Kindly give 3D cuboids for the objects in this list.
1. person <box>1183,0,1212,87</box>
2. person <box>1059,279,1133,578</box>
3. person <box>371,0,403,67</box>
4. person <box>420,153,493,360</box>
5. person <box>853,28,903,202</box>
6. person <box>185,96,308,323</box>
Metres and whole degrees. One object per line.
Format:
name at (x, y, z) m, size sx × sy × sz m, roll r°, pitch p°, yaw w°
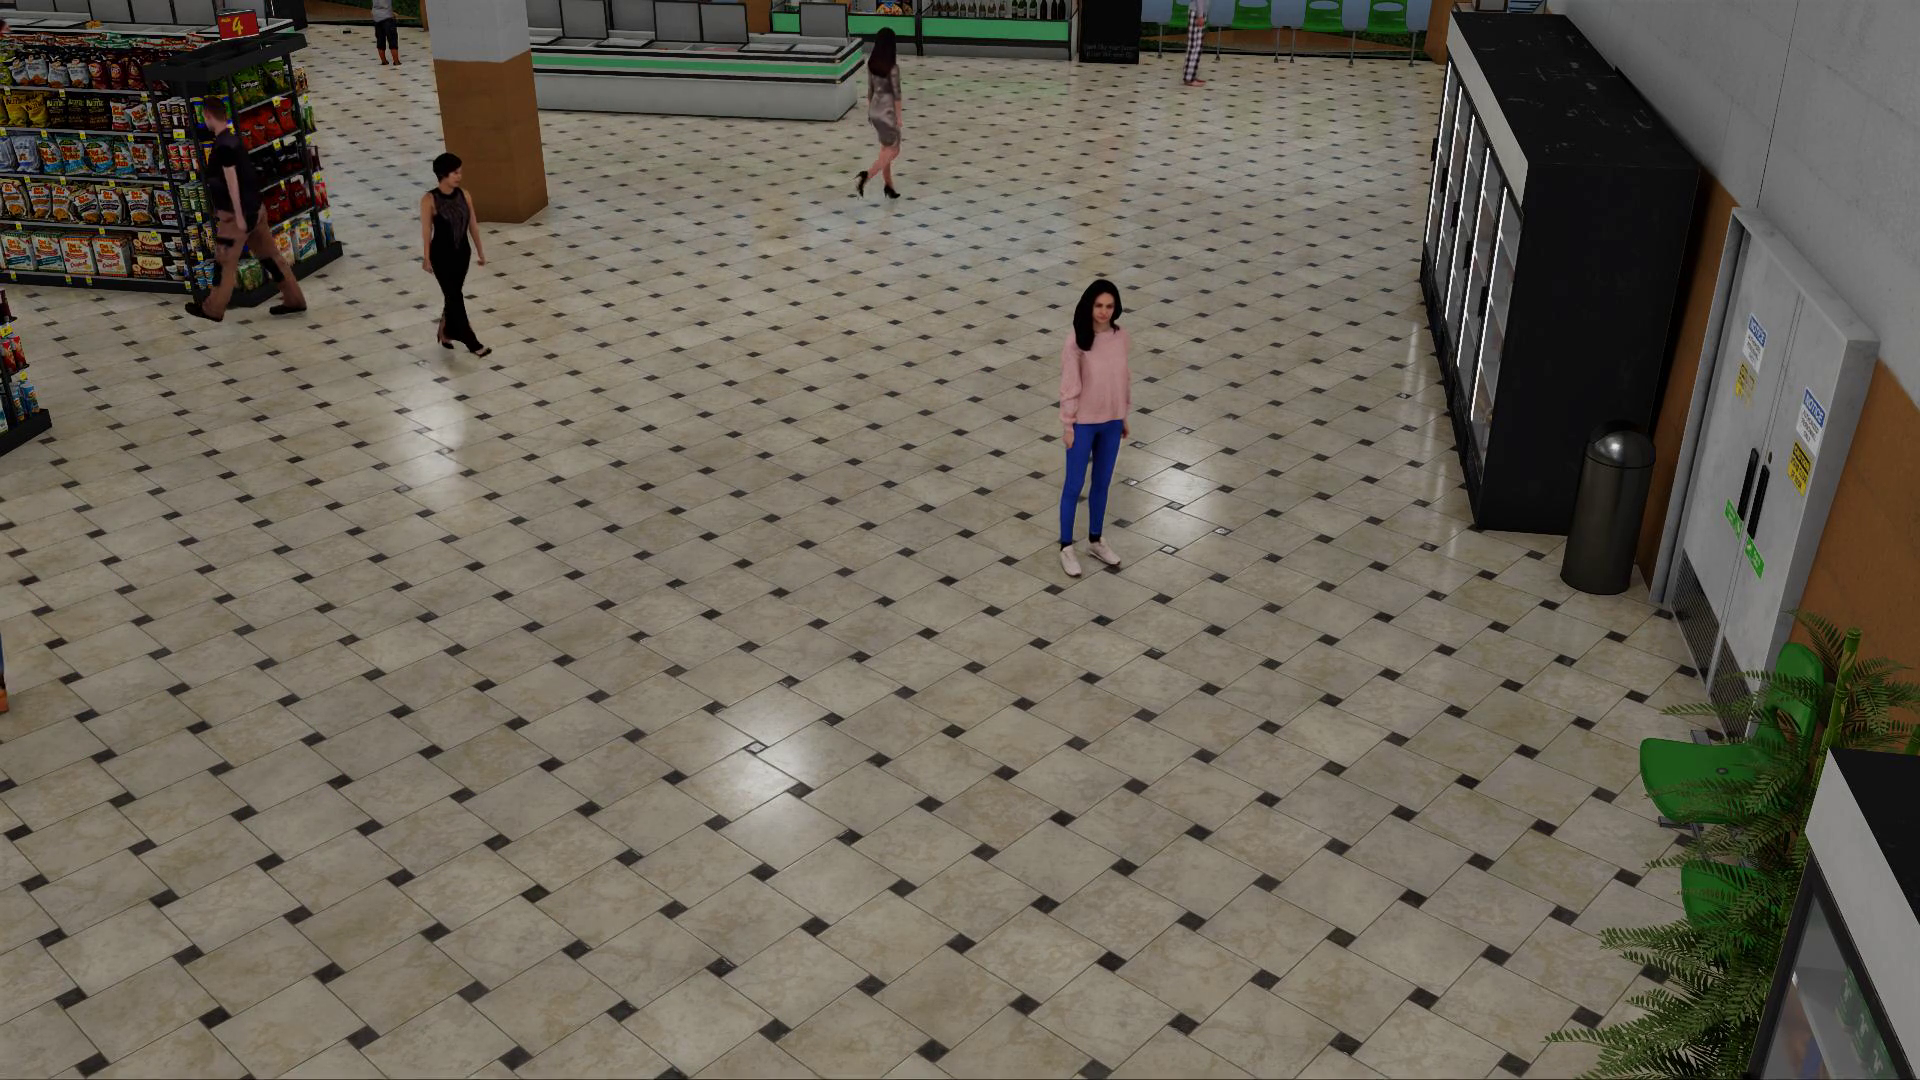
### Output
person at (3.136, -6.954, 21.908) m, size 0.520 × 1.846 × 0.617 m, roll 4°, pitch 27°, yaw 9°
person at (0.765, -0.667, 9.596) m, size 0.691 × 1.769 × 0.782 m, roll -13°, pitch 30°, yaw -24°
person at (-8.048, -7.372, 23.165) m, size 0.469 × 1.455 × 0.648 m, roll 7°, pitch 28°, yaw 14°
person at (-3.969, -2.178, 12.811) m, size 1.101 × 1.556 × 0.908 m, roll 22°, pitch 34°, yaw 36°
person at (-0.800, -4.193, 16.592) m, size 0.996 × 1.730 × 0.971 m, roll 22°, pitch 34°, yaw 36°
person at (-5.723, -2.652, 13.494) m, size 1.247 × 1.784 × 0.993 m, roll -7°, pitch 28°, yaw -14°
